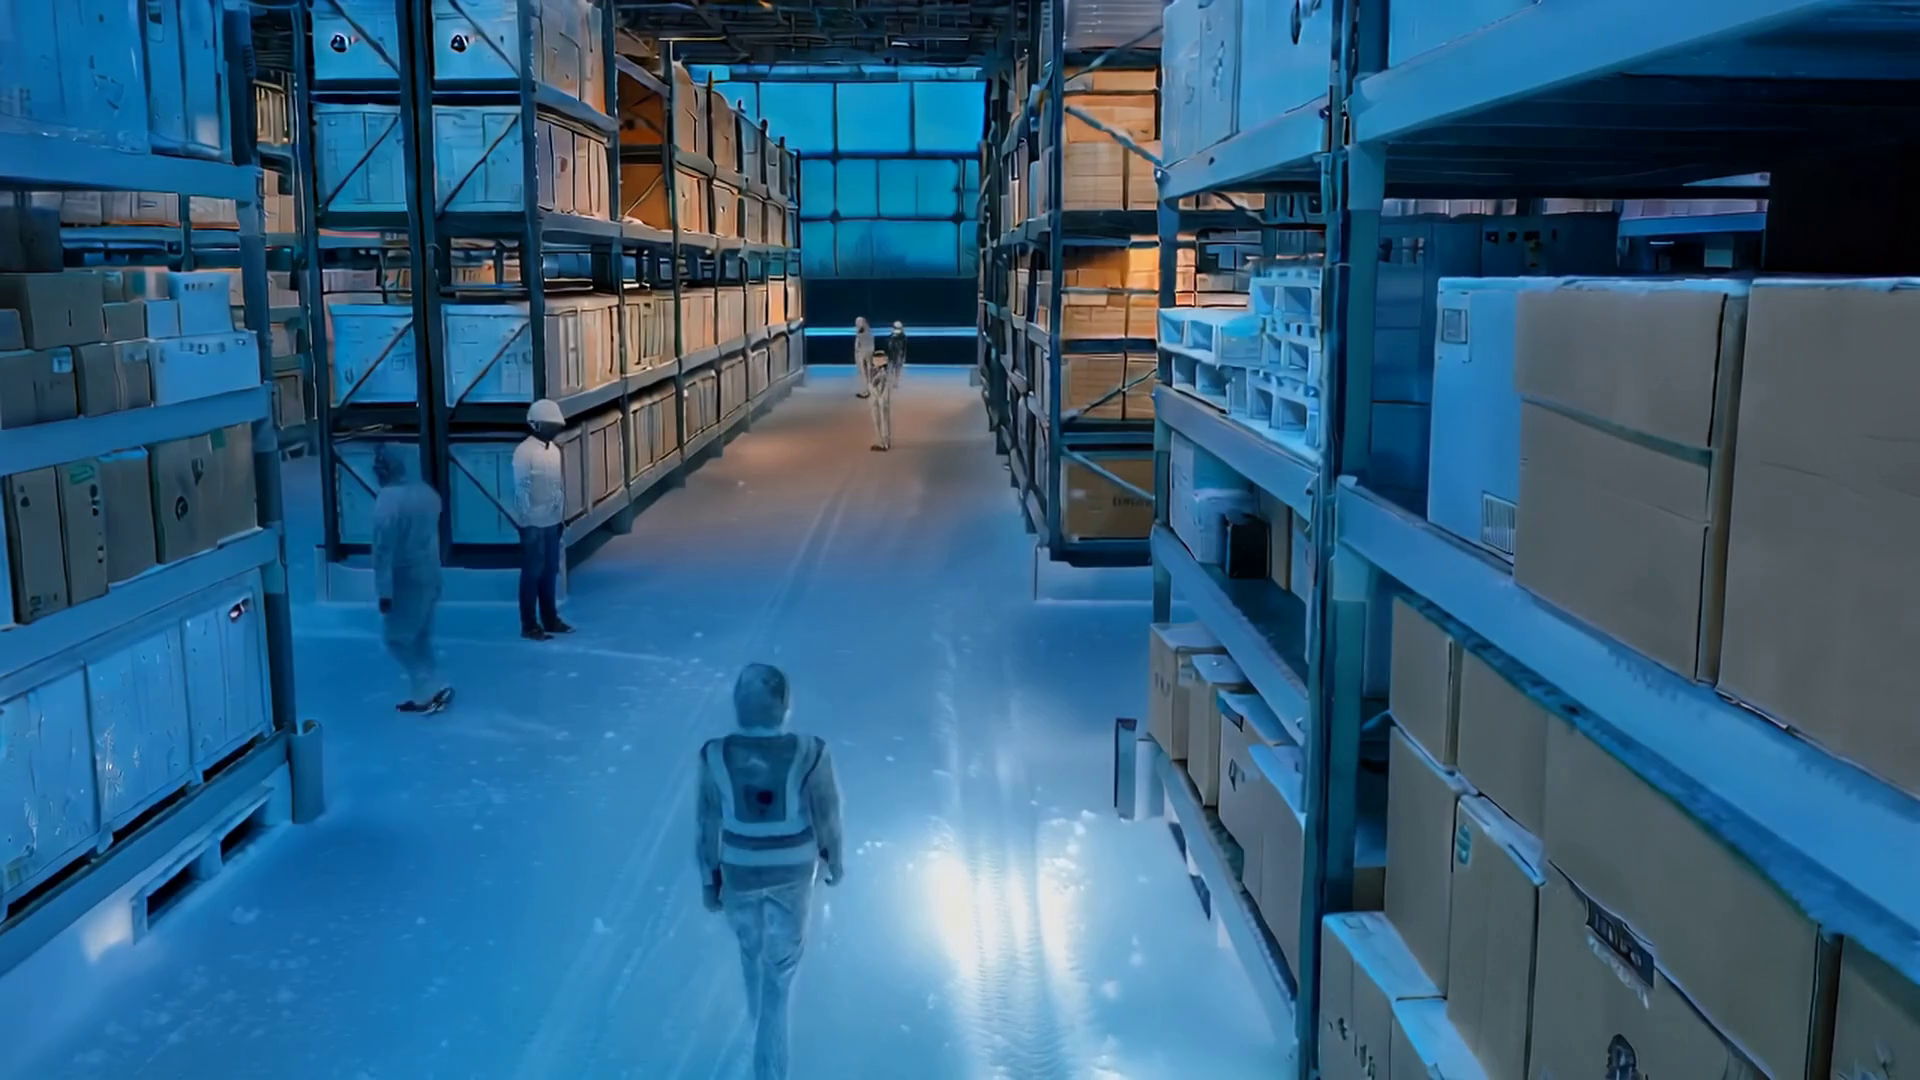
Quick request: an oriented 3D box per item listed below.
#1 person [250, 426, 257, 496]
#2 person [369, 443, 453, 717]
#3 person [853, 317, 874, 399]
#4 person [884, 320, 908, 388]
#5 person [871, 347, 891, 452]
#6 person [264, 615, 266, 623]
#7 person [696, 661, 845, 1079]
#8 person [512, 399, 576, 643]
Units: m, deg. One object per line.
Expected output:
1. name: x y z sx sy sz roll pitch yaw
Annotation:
1. person: -7.757 -0.684 17.952 0.526 1.589 0.817 -4 10 -22
2. person: -3.669 0.285 11.163 0.511 1.884 0.690 3 10 19
3. person: -2.283 -4.271 39.020 0.401 1.907 0.646 -6 11 -32
4. person: -1.646 -4.736 42.426 0.618 1.718 0.416 2 10 14
5. person: -1.322 -2.327 27.615 0.313 1.739 0.485 -2 10 -13
6. person: -6.390 -0.137 14.016 1.172 1.808 0.605 5 11 30
7. person: -0.708 1.244 6.182 0.515 1.593 0.875 1 9 8
8. person: -3.403 -0.160 13.580 0.412 1.985 0.619 3 10 17
